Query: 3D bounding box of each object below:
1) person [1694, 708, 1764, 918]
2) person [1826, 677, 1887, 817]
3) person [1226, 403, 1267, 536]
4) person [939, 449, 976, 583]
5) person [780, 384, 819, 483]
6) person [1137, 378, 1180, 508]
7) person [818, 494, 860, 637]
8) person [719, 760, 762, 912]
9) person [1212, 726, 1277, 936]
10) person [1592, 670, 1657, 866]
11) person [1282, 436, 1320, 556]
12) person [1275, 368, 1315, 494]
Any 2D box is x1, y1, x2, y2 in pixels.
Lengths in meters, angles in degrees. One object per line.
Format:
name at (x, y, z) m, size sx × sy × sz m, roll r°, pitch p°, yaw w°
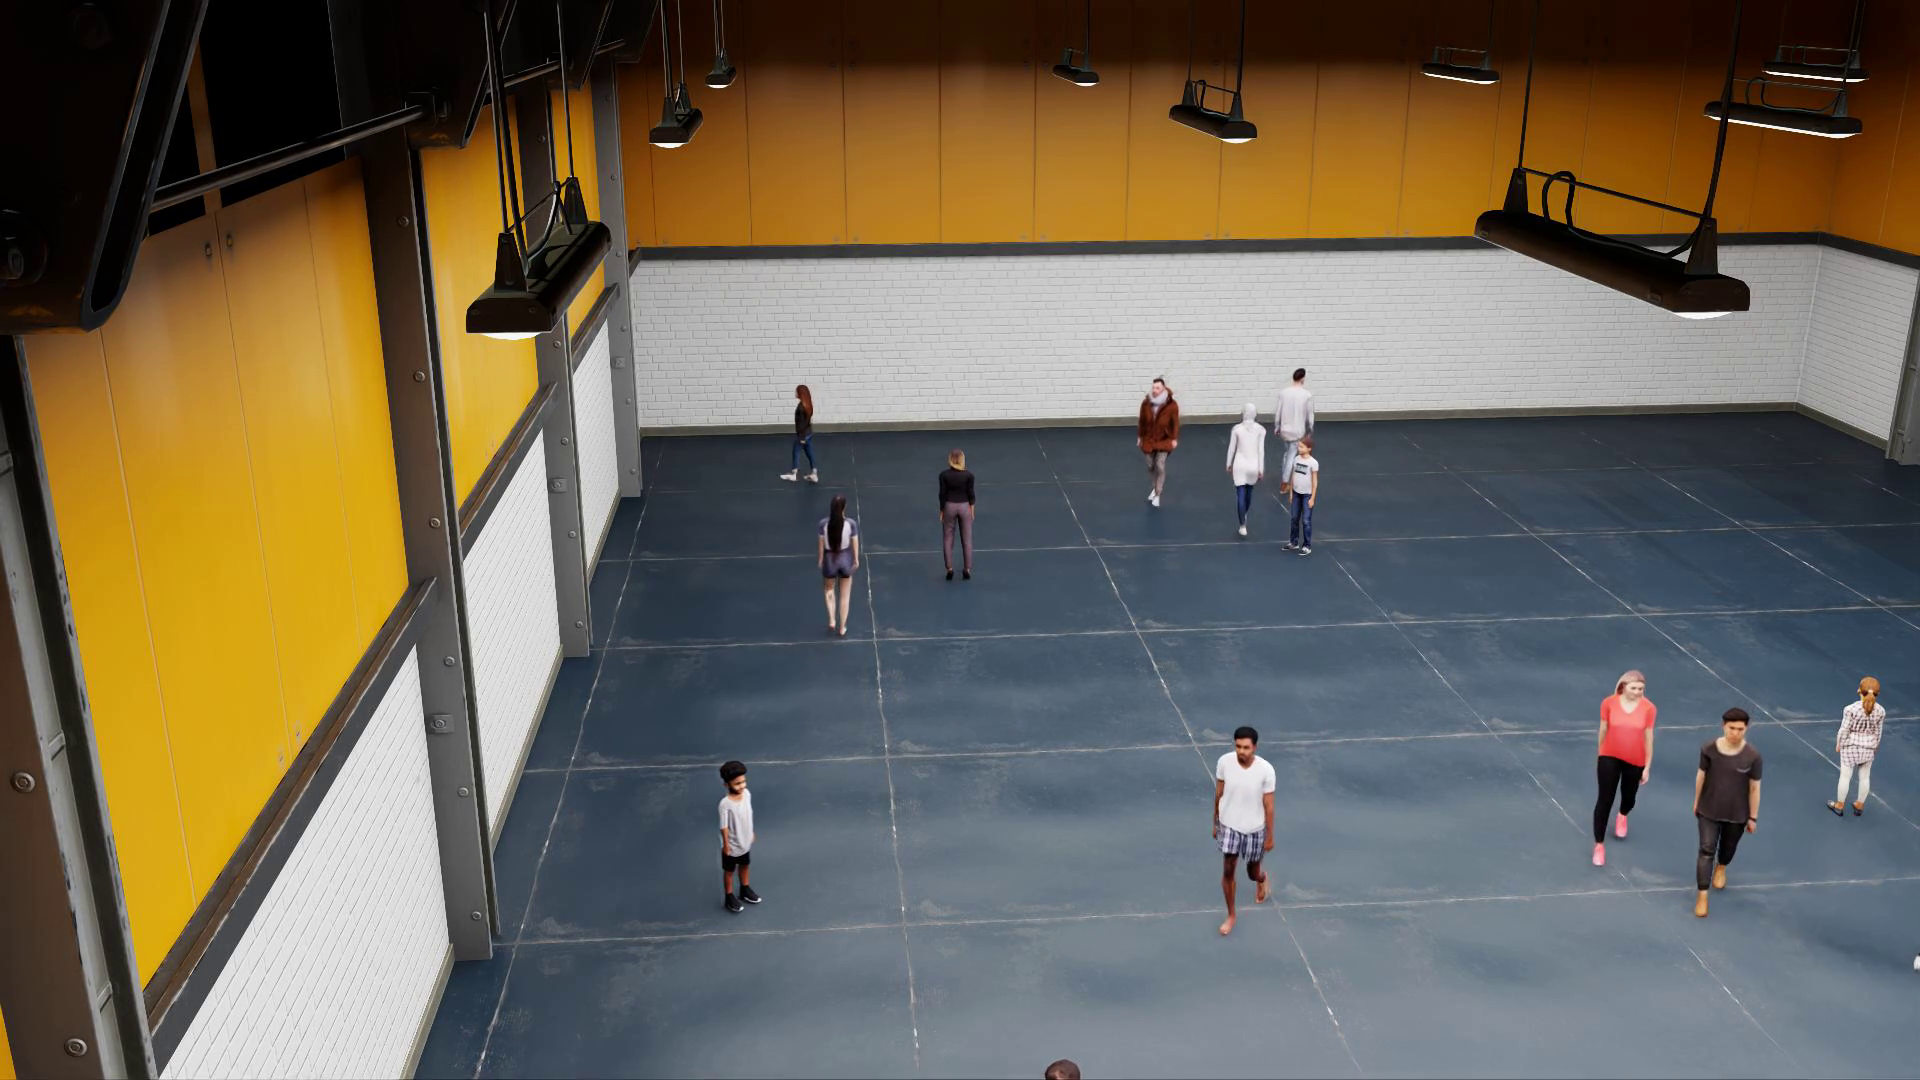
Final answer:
person at (6.094, 2.097, 13.249) m, size 0.982 × 1.681 × 1.185 m, roll 8°, pitch 20°, yaw 23°
person at (7.931, 1.813, 14.669) m, size 0.566 × 1.313 × 0.572 m, roll 2°, pitch 19°, yaw 5°
person at (3.797, -0.895, 22.071) m, size 0.804 × 1.721 × 1.243 m, roll 1°, pitch 19°, yaw 4°
person at (-0.038, -0.307, 20.404) m, size 0.609 × 1.671 × 0.557 m, roll 0°, pitch 19°, yaw 0°
person at (-2.223, -1.551, 24.421) m, size 0.789 × 1.464 × 0.800 m, roll 5°, pitch 19°, yaw 14°
person at (2.803, -1.394, 23.426) m, size 1.004 × 1.802 × 1.143 m, roll 8°, pitch 20°, yaw 23°
person at (-1.372, 0.307, 18.632) m, size 0.625 × 1.638 × 0.588 m, roll 0°, pitch 19°, yaw 0°
person at (-1.776, 2.328, 13.225) m, size 0.627 × 1.257 × 0.567 m, roll 15°, pitch 24°, yaw 37°
person at (2.227, 2.194, 12.917) m, size 0.908 × 1.709 × 1.013 m, roll 10°, pitch 21°, yaw 28°
person at (5.592, 1.850, 14.019) m, size 0.884 × 1.657 × 1.172 m, roll 6°, pitch 19°, yaw 17°
person at (4.427, -0.594, 21.439) m, size 0.693 × 1.553 × 0.616 m, roll -16°, pitch 24°, yaw -39°
person at (4.755, -1.543, 23.861) m, size 0.964 × 1.806 × 1.058 m, roll 10°, pitch 21°, yaw 27°
